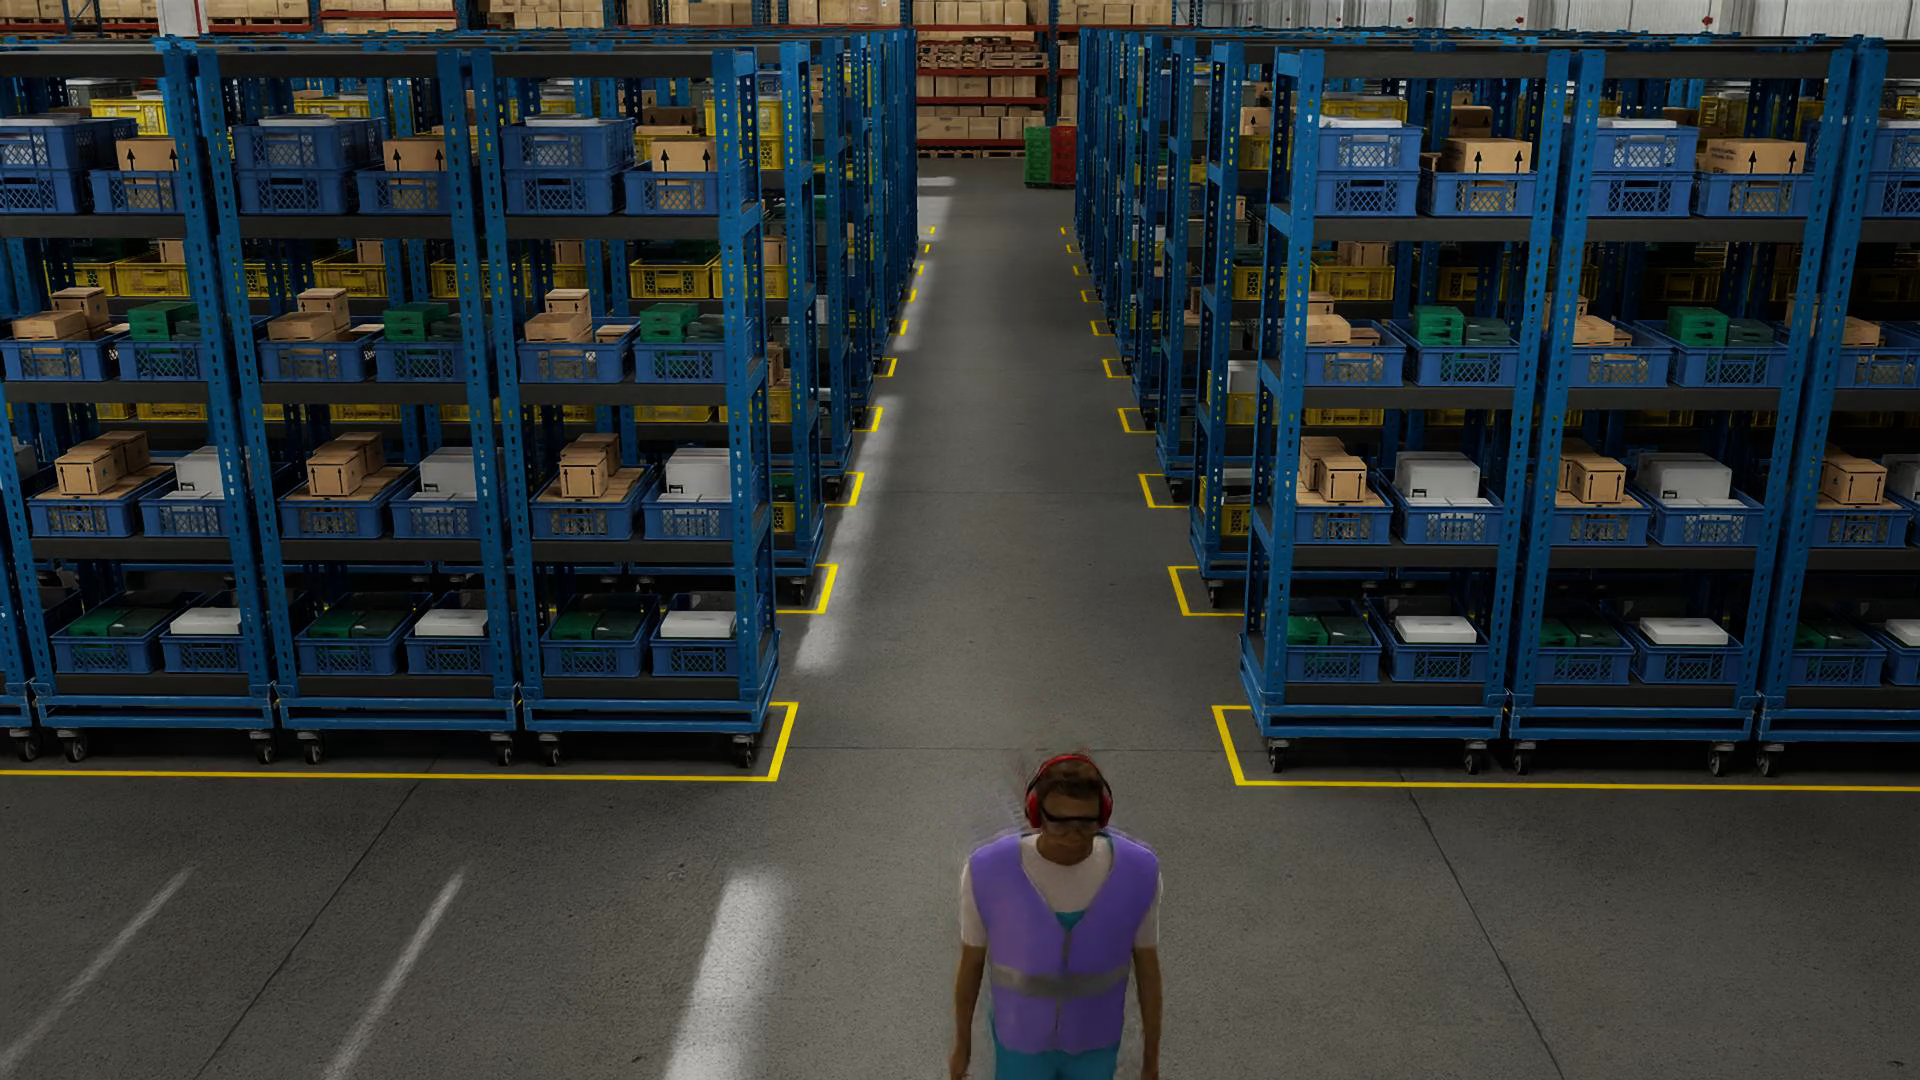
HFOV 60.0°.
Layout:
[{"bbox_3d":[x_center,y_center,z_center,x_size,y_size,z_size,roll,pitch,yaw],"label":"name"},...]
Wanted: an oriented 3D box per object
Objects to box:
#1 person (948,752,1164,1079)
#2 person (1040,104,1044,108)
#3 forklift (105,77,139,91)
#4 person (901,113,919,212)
[{"bbox_3d":[0.280,1.453,4.736,0.612,1.826,0.517,-2,18,-6],"label":"person"},{"bbox_3d":[2.346,-12.595,49.350,0.587,1.930,0.611,4,18,13],"label":"person"},{"bbox_3d":[-24.616,-12.973,48.982,1.129,2.768,1.873,-9,20,-26],"label":"forklift"},{"bbox_3d":[-1.076,-7.481,32.933,0.618,1.997,0.373,-16,23,-41],"label":"person"}]
